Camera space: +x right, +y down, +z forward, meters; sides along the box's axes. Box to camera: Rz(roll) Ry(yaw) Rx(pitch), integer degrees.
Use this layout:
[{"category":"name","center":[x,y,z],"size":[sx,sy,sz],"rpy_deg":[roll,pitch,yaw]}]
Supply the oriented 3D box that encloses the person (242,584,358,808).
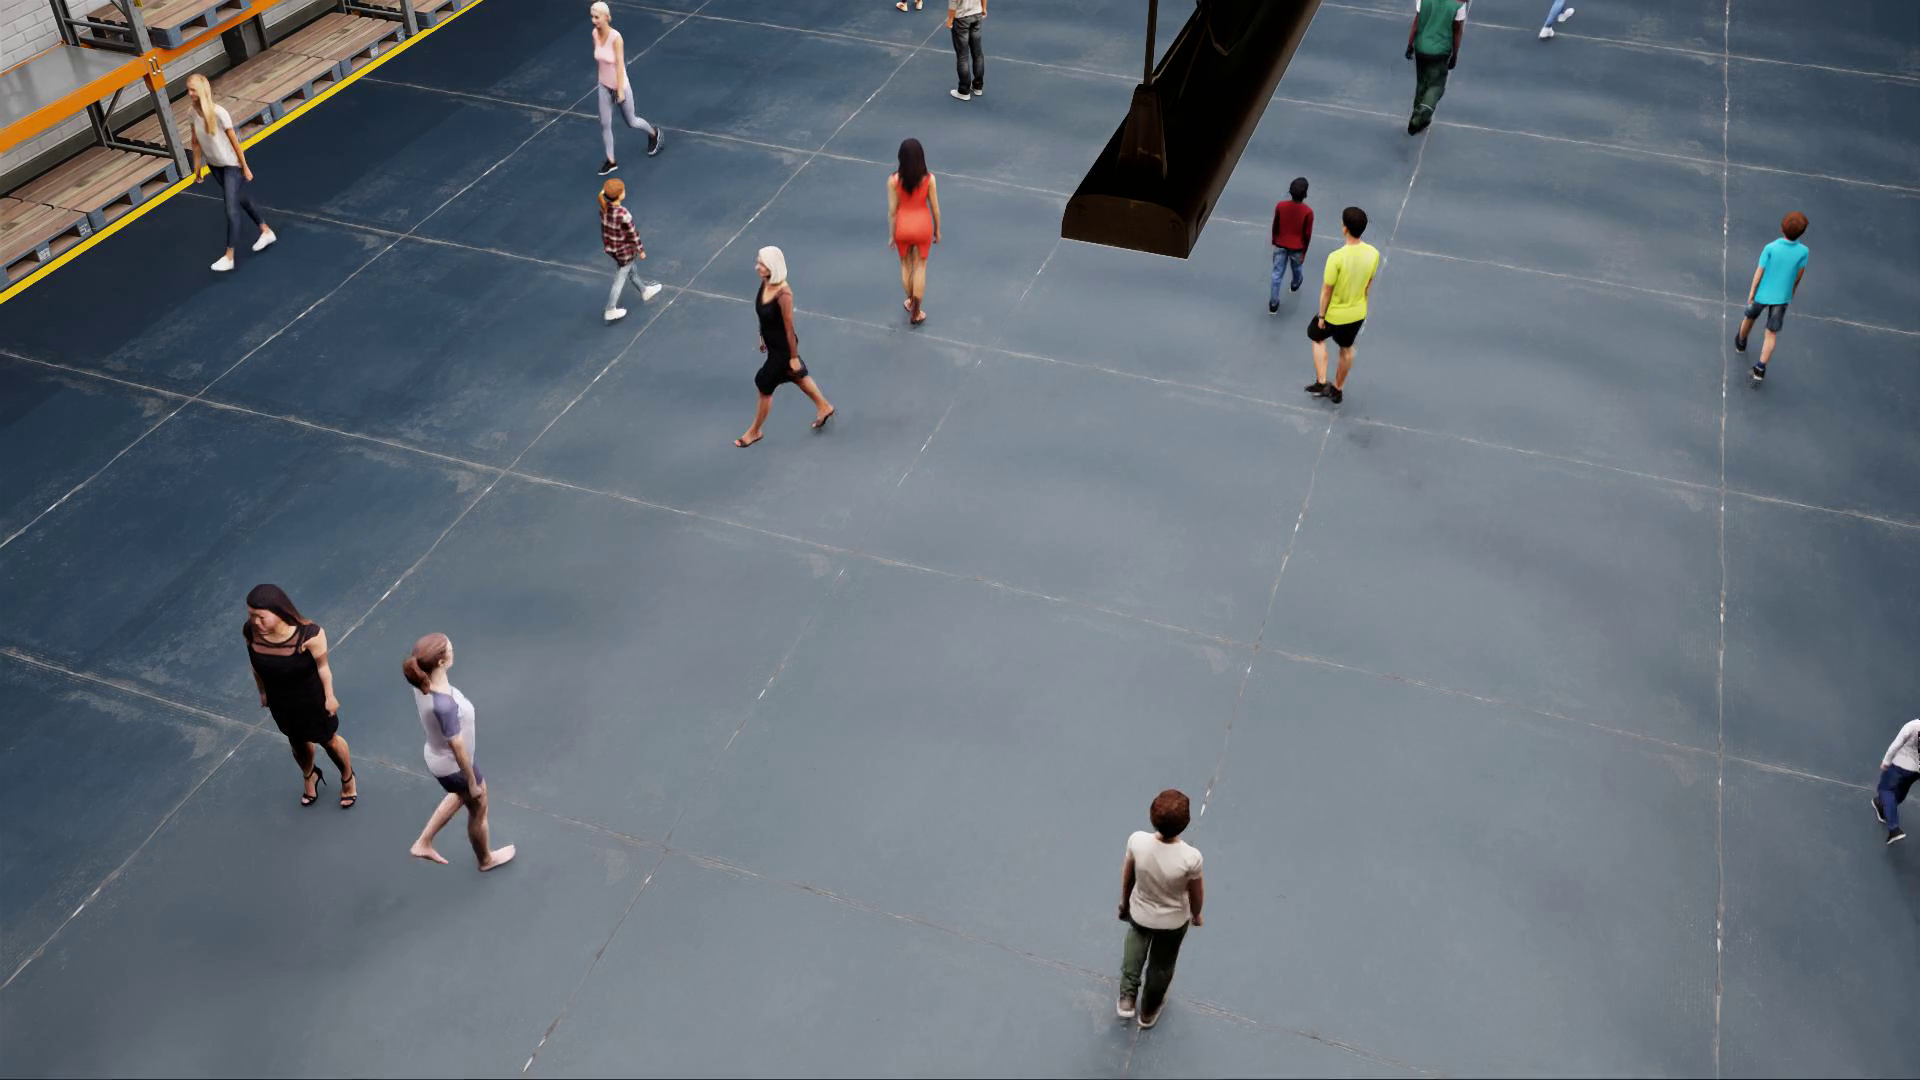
[{"category":"person","center":[-3.890,0.925,9.802],"size":[0.697,1.718,0.668],"rpy_deg":[5,39,6]}]

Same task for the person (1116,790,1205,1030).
[{"category":"person","center":[0.998,1.978,8.543],"size":[0.607,1.644,0.677],"rpy_deg":[17,42,20]}]

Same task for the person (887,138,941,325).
[{"category":"person","center":[-0.407,-2.628,14.252],"size":[0.764,1.717,0.829],"rpy_deg":[-3,39,-4]}]

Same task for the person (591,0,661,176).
[{"category":"person","center":[-3.404,-4.570,16.696],"size":[0.699,1.702,1.117],"rpy_deg":[20,43,23]}]

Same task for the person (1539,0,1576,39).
[{"category":"person","center":[7.062,-6.665,19.403],"size":[1.180,1.597,0.968],"rpy_deg":[-29,47,-31]}]

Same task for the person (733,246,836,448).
[{"category":"person","center":[-1.304,-1.491,12.842],"size":[1.118,1.700,1.091],"rpy_deg":[-14,41,-17]}]

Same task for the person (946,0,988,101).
[{"category":"person","center":[0.086,-5.674,17.991],"size":[0.685,1.811,0.799],"rpy_deg":[-24,45,-27]}]

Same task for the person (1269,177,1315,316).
[{"category":"person","center":[2.868,-2.553,14.557],"size":[0.521,1.218,0.869],"rpy_deg":[11,40,14]}]

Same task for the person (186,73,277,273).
[{"category":"person","center":[-6.635,-3.421,15.198],"size":[0.673,1.775,1.083],"rpy_deg":[16,41,19]}]

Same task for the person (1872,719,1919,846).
[{"category":"person","center":[5.616,1.337,9.782],"size":[0.553,1.099,0.742],"rpy_deg":[3,39,4]}]

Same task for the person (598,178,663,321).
[{"category":"person","center":[-2.986,-2.498,14.446],"size":[0.750,1.271,0.979],"rpy_deg":[29,47,31]}]

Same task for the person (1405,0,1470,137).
[{"category":"person","center":[4.842,-4.996,17.137],"size":[0.892,1.816,1.063],"rpy_deg":[24,44,27]}]

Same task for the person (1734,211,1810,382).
[{"category":"person","center":[6.708,-1.991,13.693],"size":[0.544,1.418,0.967],"rpy_deg":[11,40,13]}]

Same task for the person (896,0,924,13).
[{"category":"person","center":[-0.622,-7.271,20.011],"size":[0.681,1.785,0.716],"rpy_deg":[-11,40,-14]}]

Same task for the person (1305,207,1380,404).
[{"category":"person","center":[3.101,-1.813,13.248],"size":[0.742,1.695,0.779],"rpy_deg":[-9,40,-11]}]

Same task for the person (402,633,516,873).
[{"category":"person","center":[-2.931,1.276,9.340],"size":[0.900,1.746,0.806],"rpy_deg":[-22,43,-25]}]
